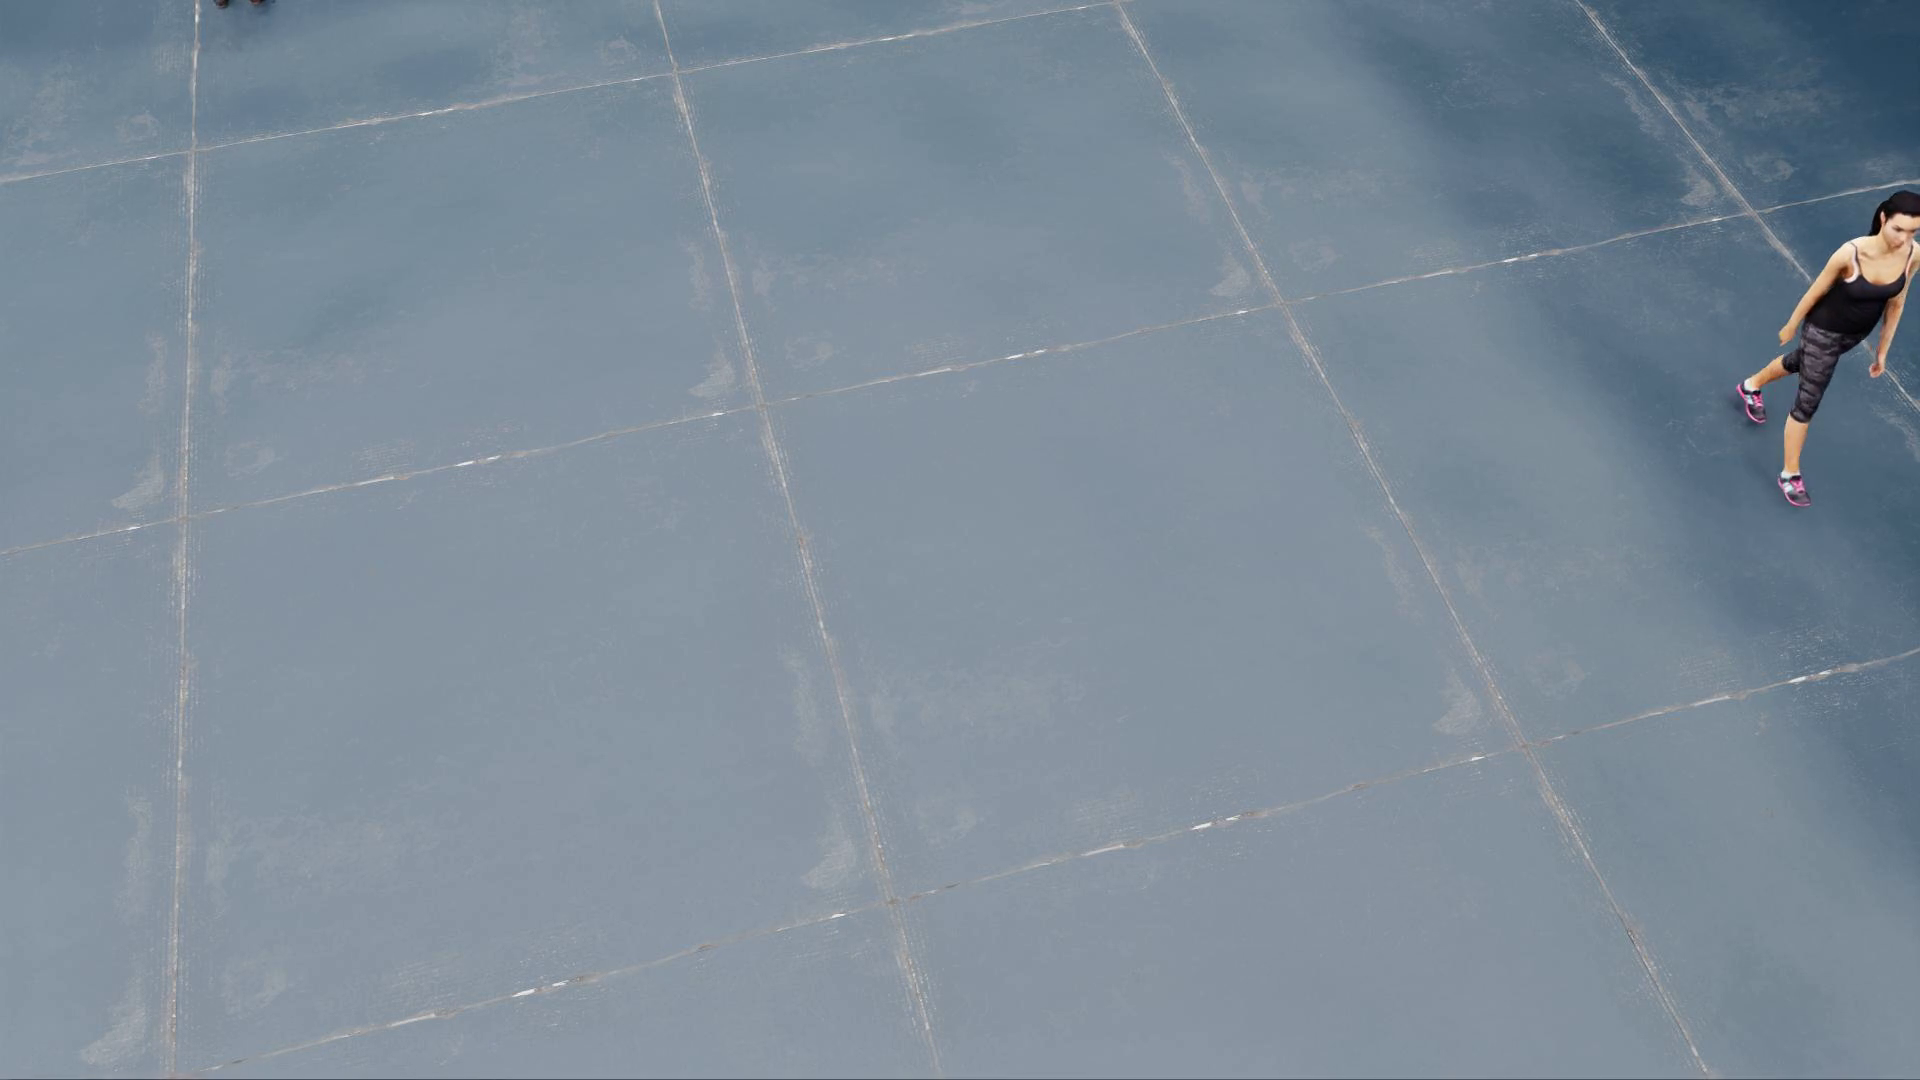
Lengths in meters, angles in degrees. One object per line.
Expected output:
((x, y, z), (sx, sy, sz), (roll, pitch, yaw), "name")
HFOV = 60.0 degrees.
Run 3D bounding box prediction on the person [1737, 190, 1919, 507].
((4.260, -1.082, 8.173), (0.669, 1.681, 1.139), (-5, 52, -4), "person")
